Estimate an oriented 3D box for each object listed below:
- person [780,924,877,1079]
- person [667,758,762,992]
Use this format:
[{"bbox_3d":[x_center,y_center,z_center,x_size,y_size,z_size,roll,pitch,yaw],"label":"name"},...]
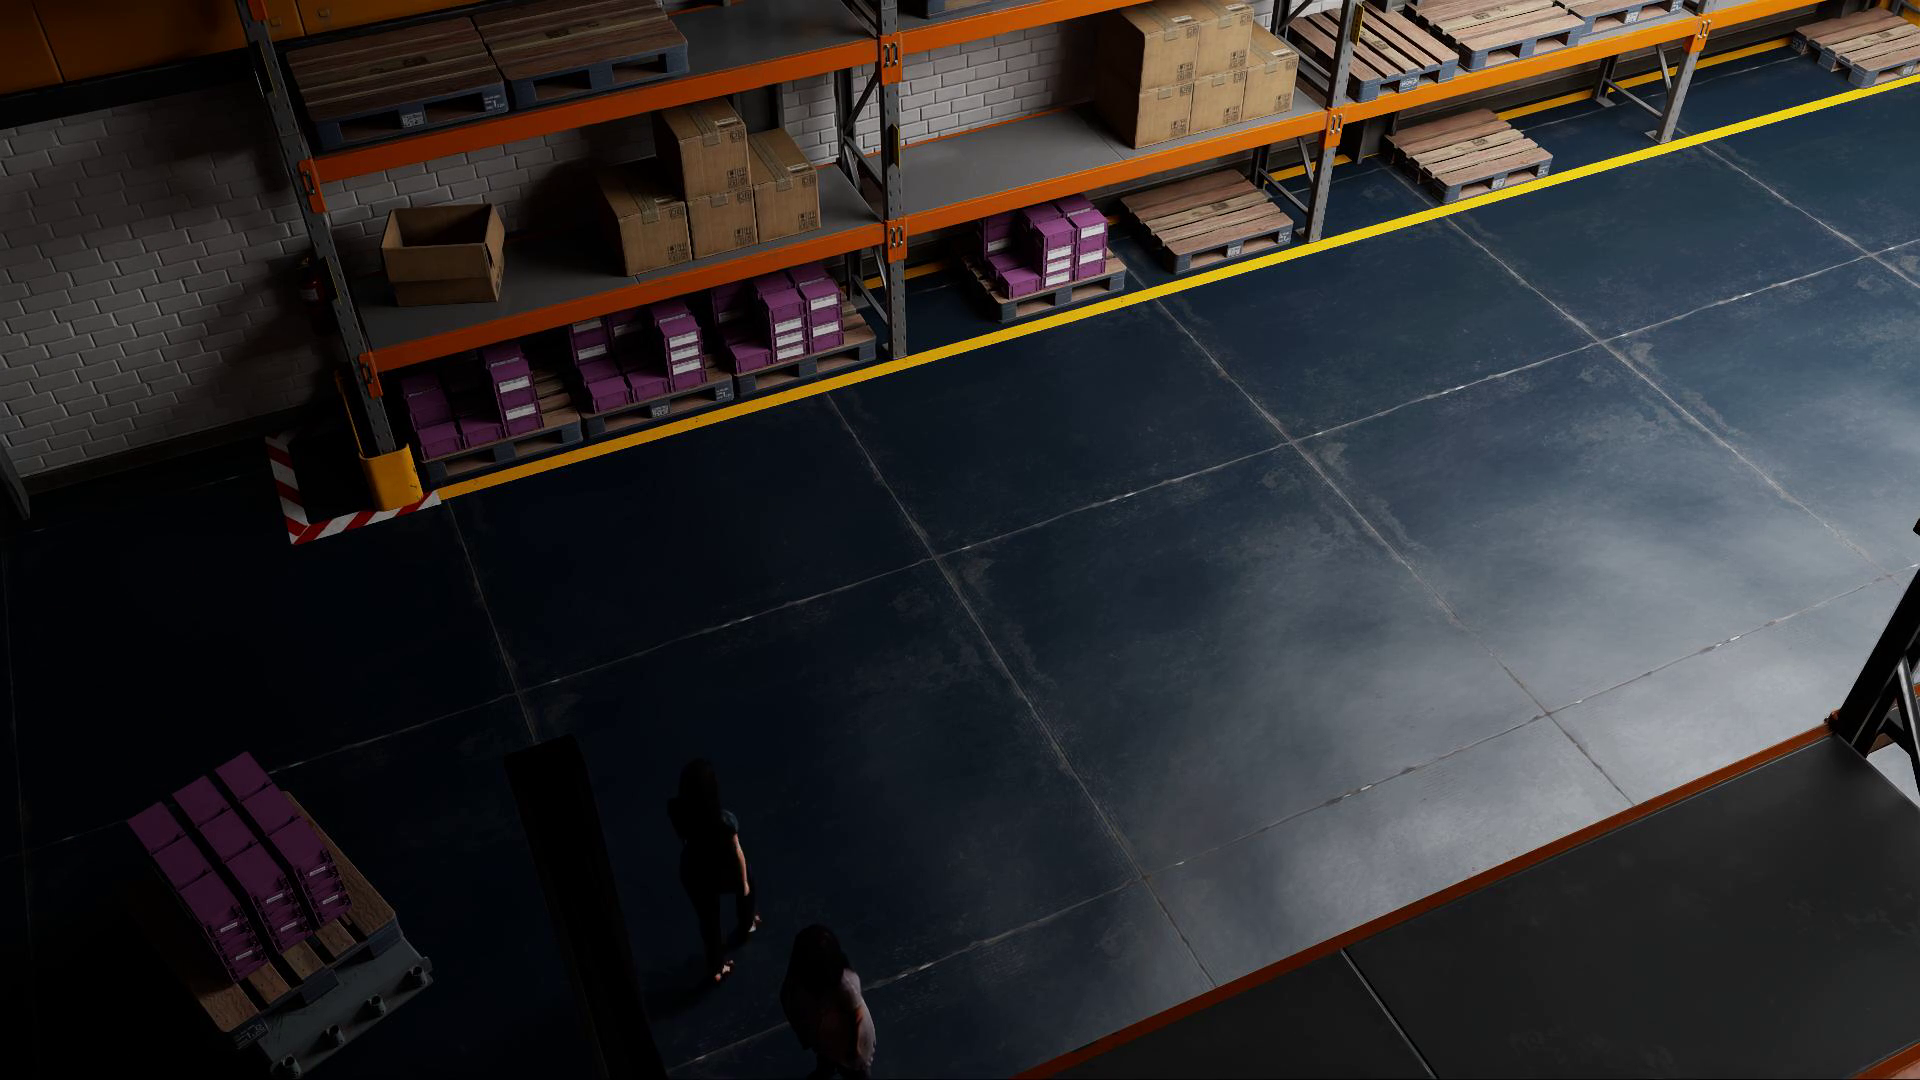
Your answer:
[{"bbox_3d":[-0.633,2.375,8.288,0.769,1.603,0.729,-34,53,-31],"label":"person"},{"bbox_3d":[-1.339,1.826,8.779,0.816,1.721,0.870,11,45,12],"label":"person"}]
